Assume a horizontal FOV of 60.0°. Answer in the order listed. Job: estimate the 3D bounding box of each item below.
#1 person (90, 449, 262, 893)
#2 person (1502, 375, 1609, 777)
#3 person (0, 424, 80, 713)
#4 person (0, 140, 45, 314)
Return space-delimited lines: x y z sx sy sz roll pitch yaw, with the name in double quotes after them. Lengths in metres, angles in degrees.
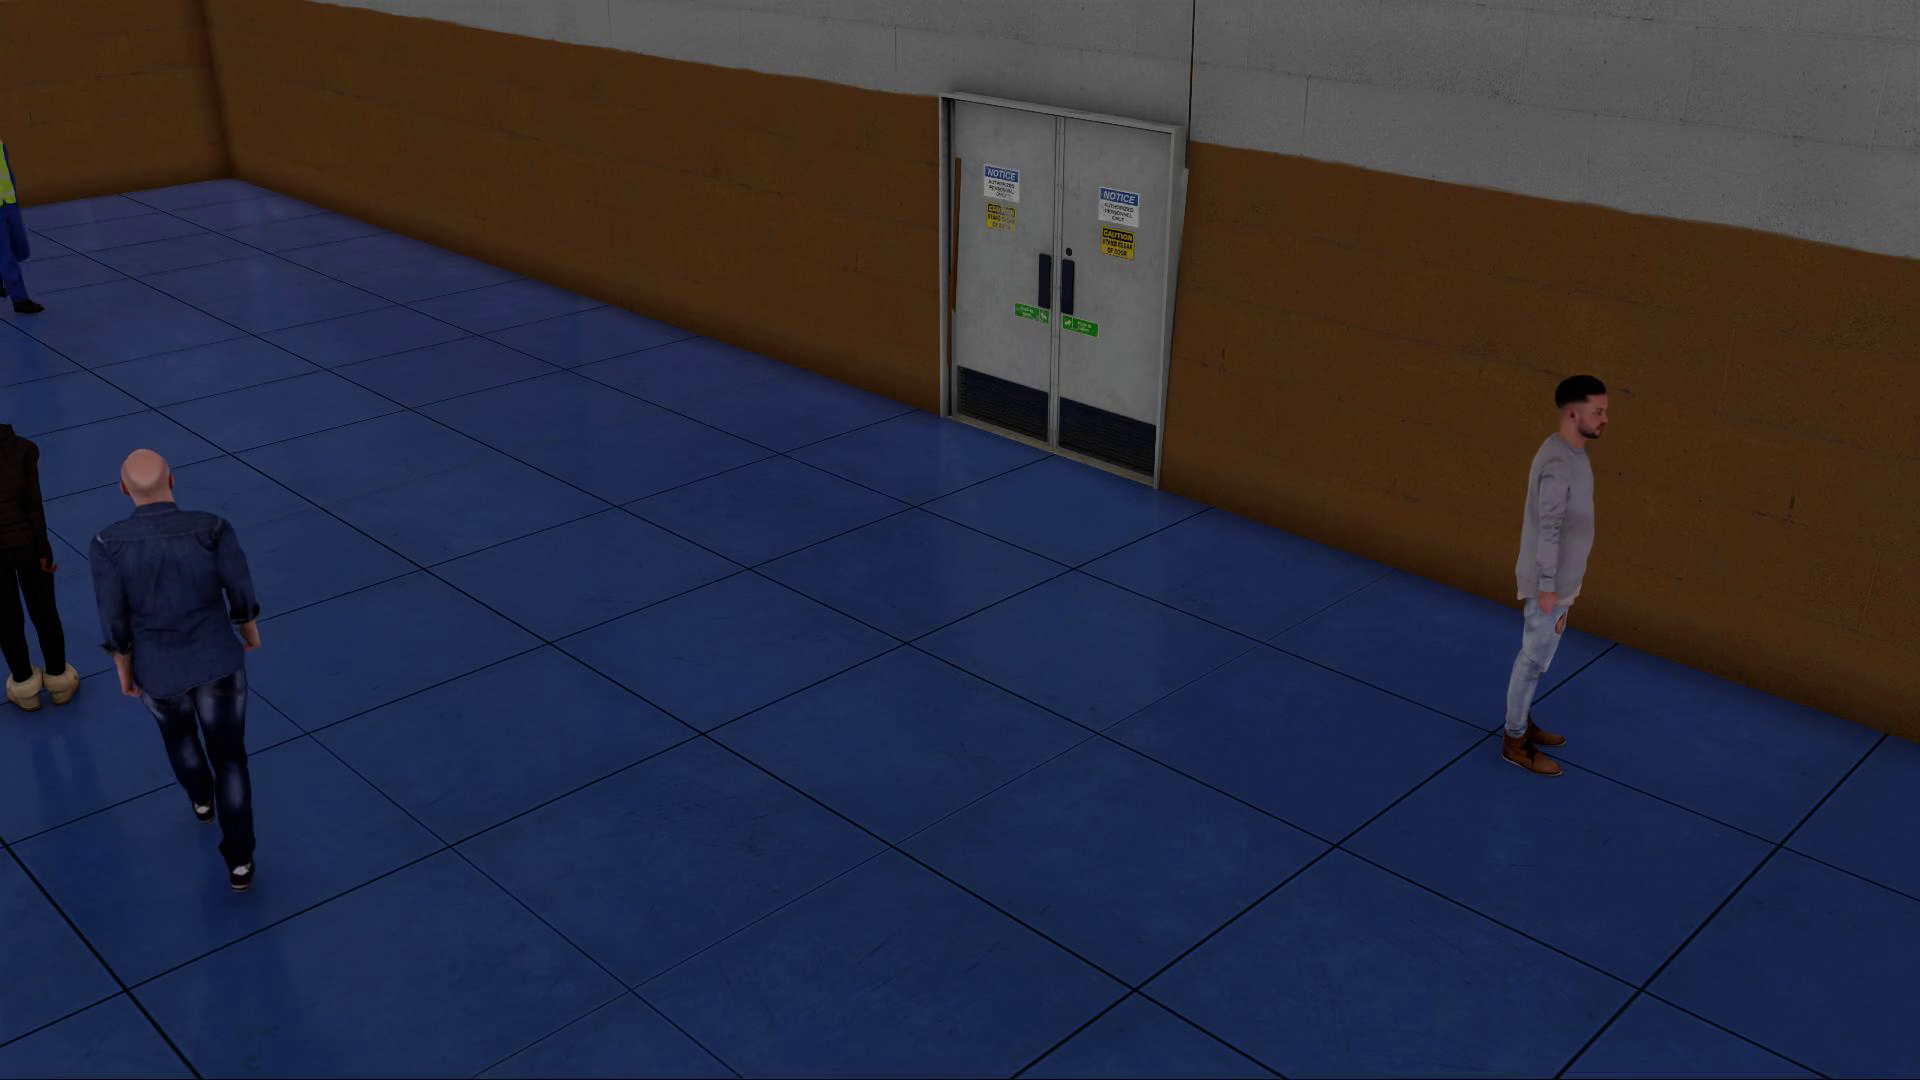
-3.017 0.552 6.547 1.210 1.780 1.077 -10 26 -22 "person"
2.634 0.140 7.417 0.817 1.837 0.649 10 25 21 "person"
-4.470 0.053 7.835 0.668 1.661 0.599 9 25 19 "person"
-8.330 -2.842 14.277 0.967 1.800 0.989 7 25 16 "person"
